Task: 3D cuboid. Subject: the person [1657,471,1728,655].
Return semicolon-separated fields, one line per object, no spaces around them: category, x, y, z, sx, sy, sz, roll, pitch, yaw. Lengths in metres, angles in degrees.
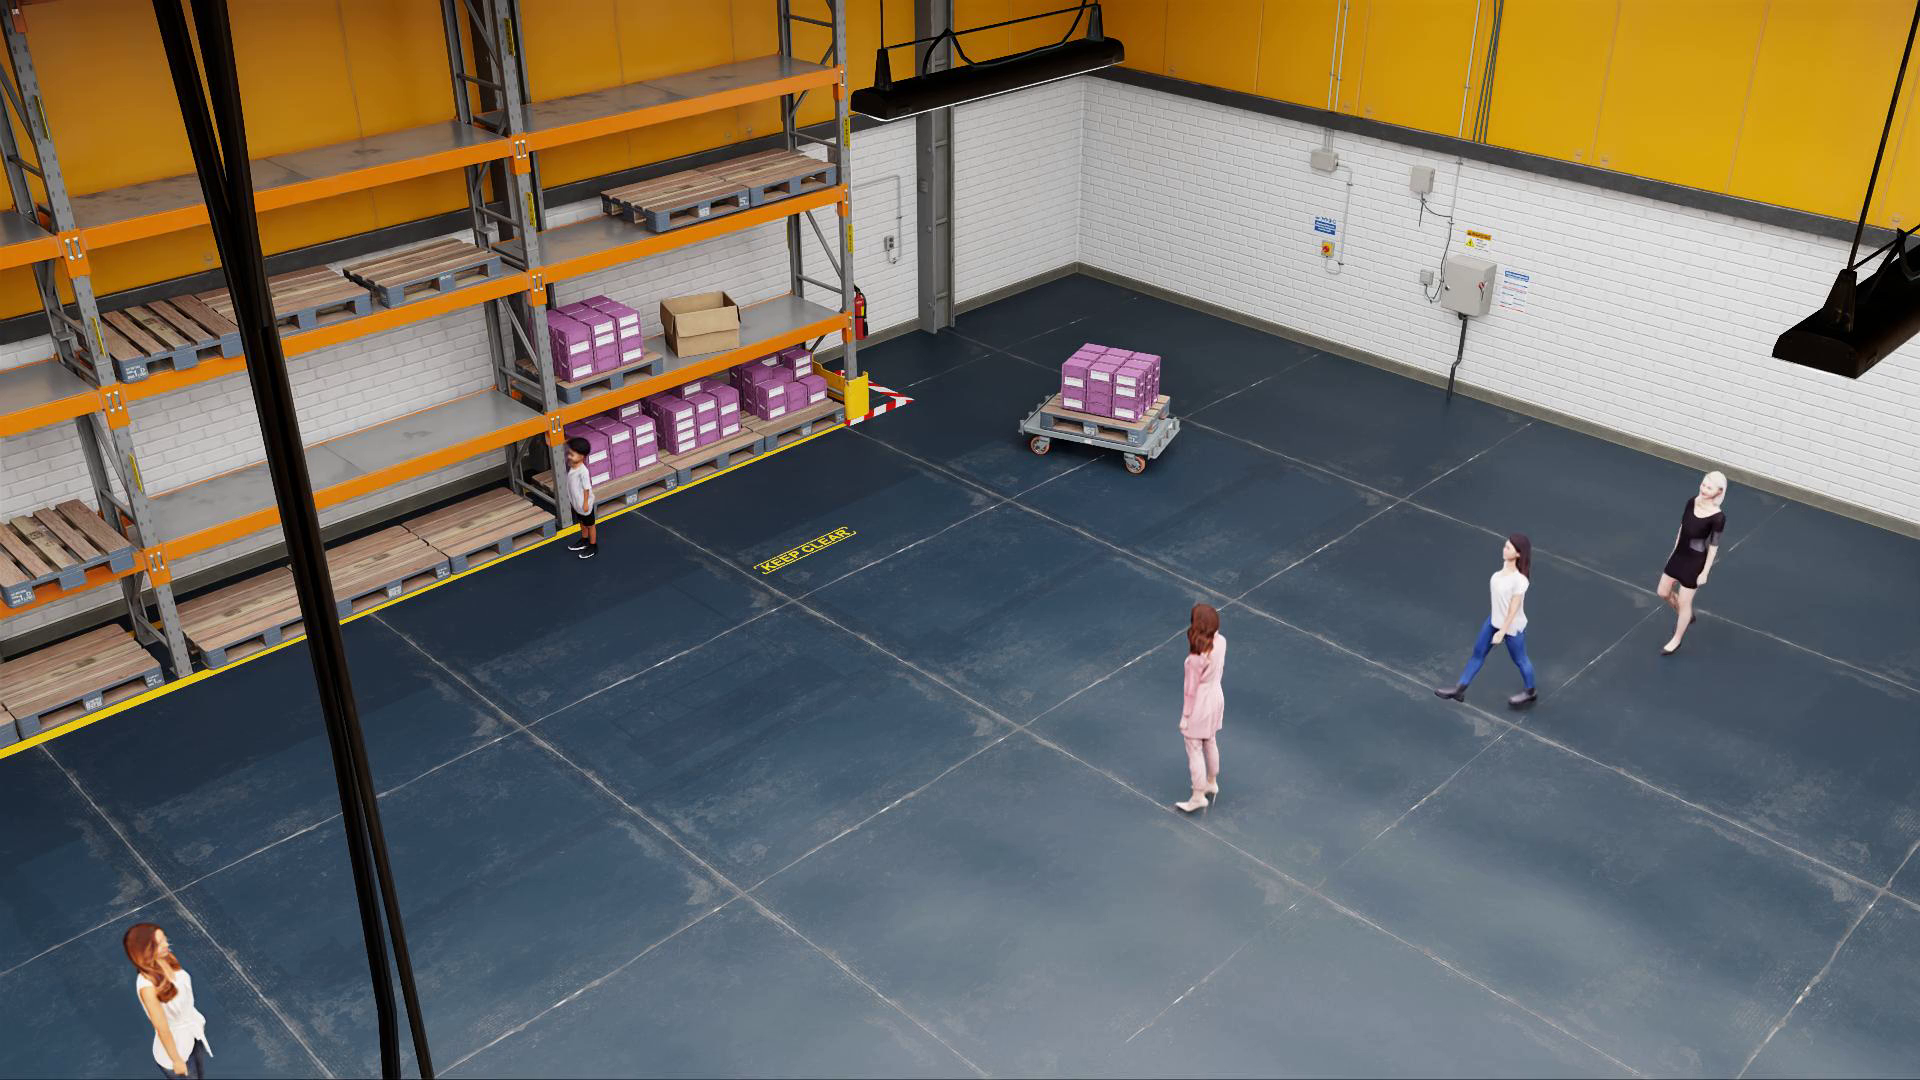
person;6.579;0.195;14.839;0.790;1.818;0.722;-12;31;-21

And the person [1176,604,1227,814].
person;1.884;1.302;12.833;0.689;1.795;0.518;21;35;33

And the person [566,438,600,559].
person;-3.771;-0.445;16.590;0.529;1.263;0.506;-21;35;-33

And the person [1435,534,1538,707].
person;4.697;0.740;14.029;1.172;1.637;1.065;-2;29;-4

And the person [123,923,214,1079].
person;-4.617;2.965;9.795;0.700;1.784;0.679;-5;29;-10
